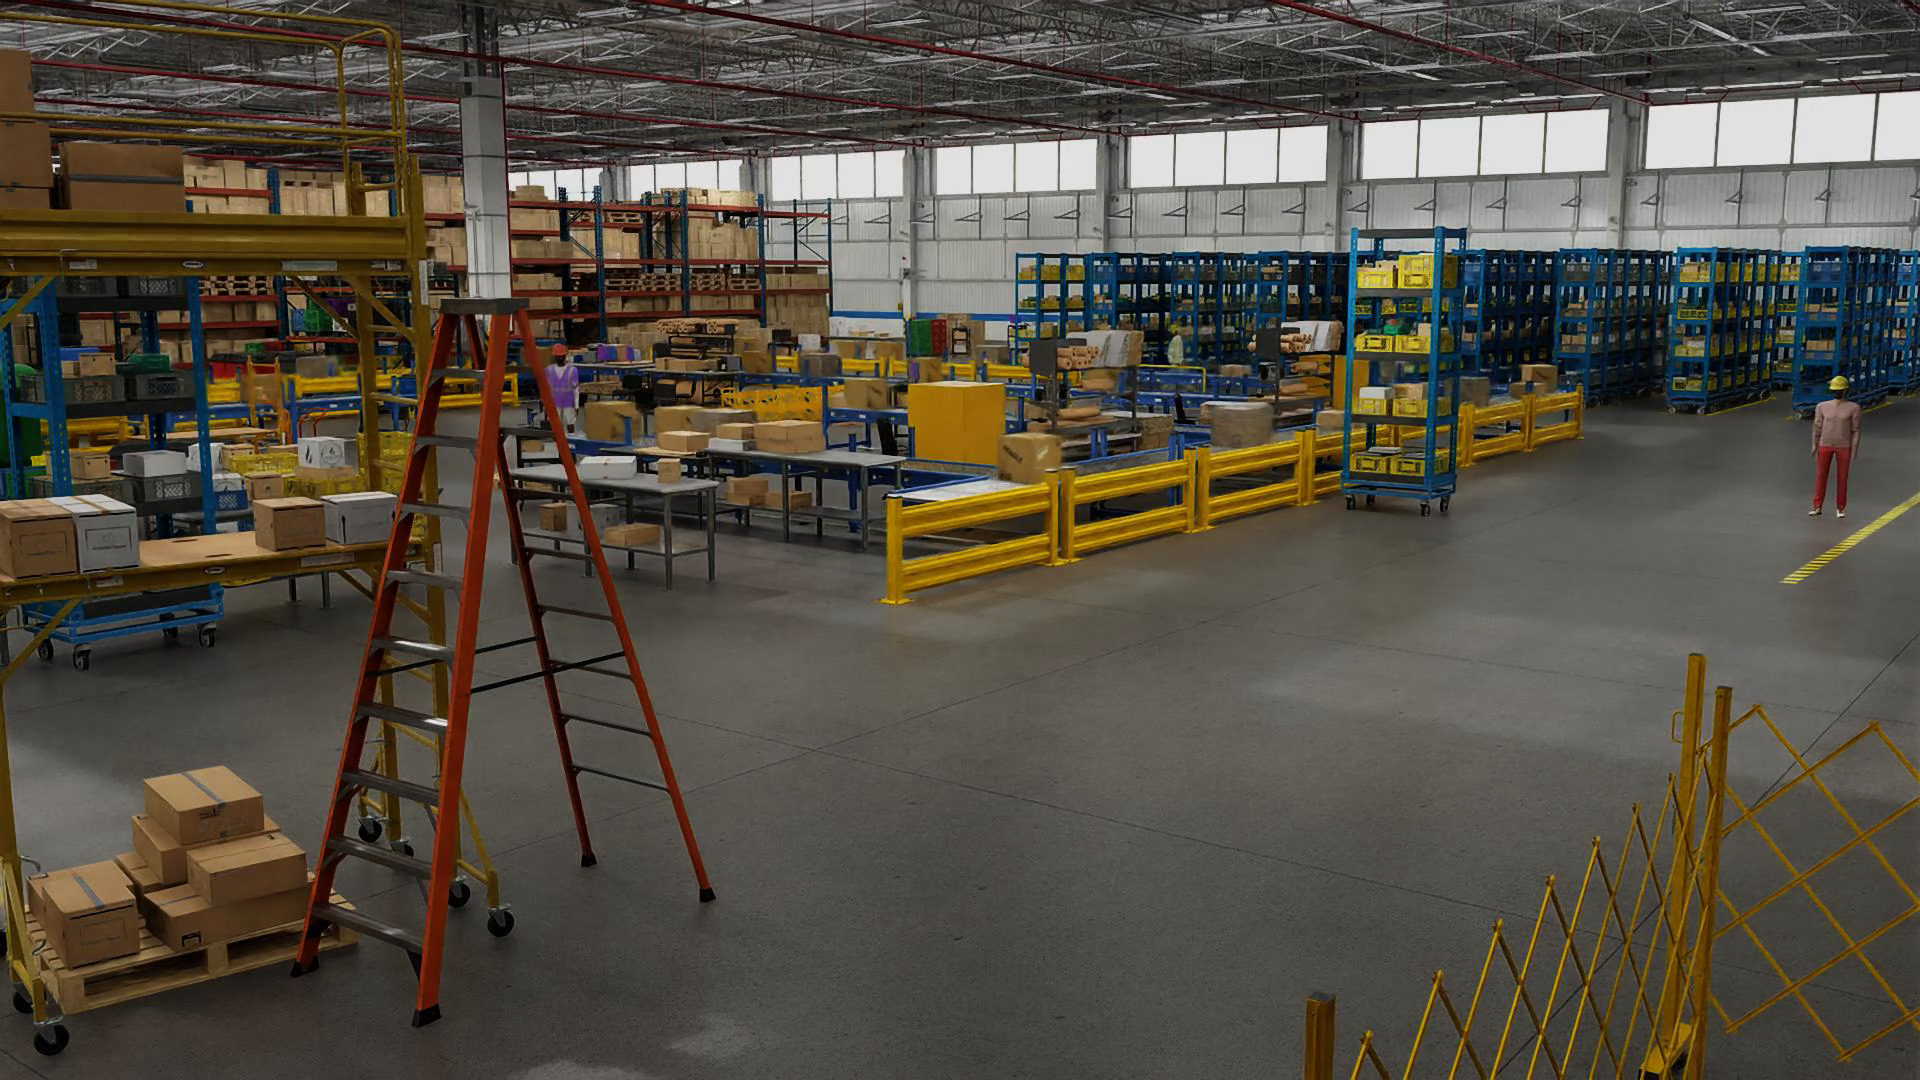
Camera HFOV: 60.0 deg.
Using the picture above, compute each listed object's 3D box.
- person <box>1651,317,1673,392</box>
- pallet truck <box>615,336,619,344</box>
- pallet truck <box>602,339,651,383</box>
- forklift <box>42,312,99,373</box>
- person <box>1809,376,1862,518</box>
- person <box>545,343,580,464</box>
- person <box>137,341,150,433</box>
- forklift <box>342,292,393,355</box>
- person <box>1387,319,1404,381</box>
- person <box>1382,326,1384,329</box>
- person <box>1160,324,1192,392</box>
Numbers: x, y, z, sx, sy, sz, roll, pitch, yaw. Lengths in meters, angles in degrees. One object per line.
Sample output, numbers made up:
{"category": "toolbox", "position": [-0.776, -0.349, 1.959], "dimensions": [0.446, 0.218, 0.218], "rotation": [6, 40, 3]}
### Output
{"category": "person", "position": [17.979, -4.741, 42.460], "dimensions": [0.632, 1.962, 0.760], "rotation": [-5, 10, -27]}
{"category": "pallet truck", "position": [-10.690, -5.294, 48.215], "dimensions": [1.601, 1.201, 0.680], "rotation": [-5, 10, -26]}
{"category": "pallet truck", "position": [-8.991, -4.871, 45.351], "dimensions": [0.653, 1.274, 1.630], "rotation": [7, 11, 37]}
{"category": "forklift", "position": [-23.779, -5.451, 44.052], "dimensions": [1.873, 2.768, 1.129], "rotation": [7, 11, 36]}
{"category": "person", "position": [10.914, -1.161, 20.746], "dimensions": [0.533, 1.767, 0.321], "rotation": [7, 11, 35]}
{"category": "person", "position": [-6.332, -2.160, 26.456], "dimensions": [0.551, 1.932, 0.378], "rotation": [0, 9, 0]}
{"category": "person", "position": [-14.289, -2.552, 29.161], "dimensions": [0.994, 1.857, 0.665], "rotation": [-9, 13, -44]}
{"category": "forklift", "position": [-16.485, -5.622, 45.120], "dimensions": [1.129, 2.768, 1.873], "rotation": [7, 11, 37]}
{"category": "person", "position": [9.871, -4.056, 38.112], "dimensions": [0.611, 1.979, 1.095], "rotation": [-5, 10, -27]}
{"category": "person", "position": [10.017, -4.125, 39.044], "dimensions": [0.460, 1.826, 0.590], "rotation": [6, 11, 33]}
{"category": "person", "position": [5.401, -4.507, 41.592], "dimensions": [0.940, 1.784, 0.610], "rotation": [3, 10, 18]}
